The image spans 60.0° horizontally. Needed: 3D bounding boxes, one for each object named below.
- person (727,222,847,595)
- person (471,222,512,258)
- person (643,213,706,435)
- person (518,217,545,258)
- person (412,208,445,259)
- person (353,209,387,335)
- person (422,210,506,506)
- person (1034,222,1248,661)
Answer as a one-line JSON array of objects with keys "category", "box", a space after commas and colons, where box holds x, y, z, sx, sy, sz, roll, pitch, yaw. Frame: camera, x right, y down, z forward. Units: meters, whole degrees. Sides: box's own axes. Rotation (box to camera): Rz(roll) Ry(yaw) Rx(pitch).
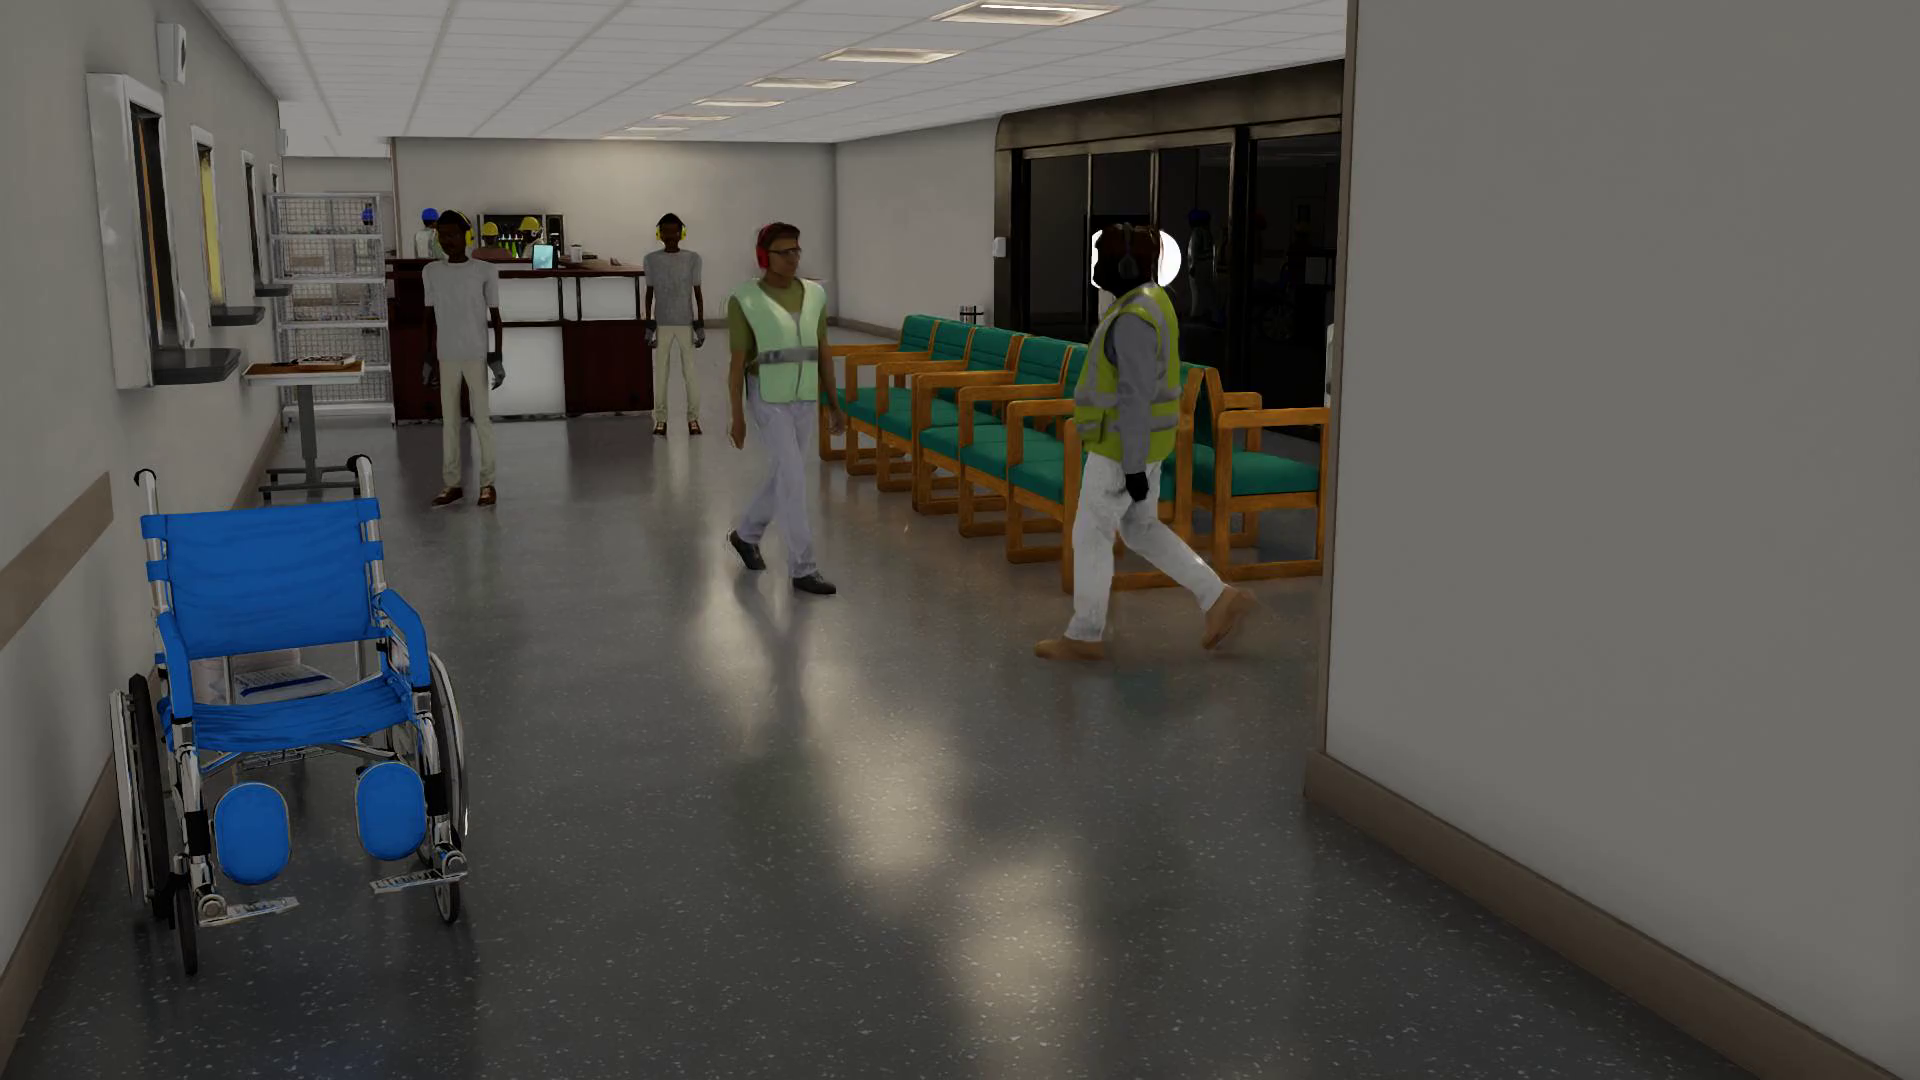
[{"category": "person", "box": [-0.915, -0.675, 8.312, 0.887, 1.811, 0.568, 10, 15, 40]}, {"category": "person", "box": [-5.928, -3.142, 21.105, 0.524, 1.762, 0.345, 0, 11, 0]}, {"category": "person", "box": [-2.392, -1.797, 13.950, 0.505, 1.861, 0.330, -1, 11, -4]}, {"category": "person", "box": [-5.652, -3.364, 22.084, 0.403, 1.827, 0.590, -4, 12, -22]}, {"category": "person", "box": [-7.875, -3.966, 24.828, 0.602, 1.949, 0.390, 7, 13, 33]}, {"category": "person", "box": [-9.119, -4.150, 25.777, 0.615, 1.945, 0.405, 6, 13, 29]}, {"category": "person", "box": [-3.148, -1.139, 10.529, 0.533, 1.868, 0.310, 0, 11, 2]}, {"category": "person", "box": [0.754, -0.380, 6.796, 0.797, 1.814, 0.624, 3, 11, 15]}]
